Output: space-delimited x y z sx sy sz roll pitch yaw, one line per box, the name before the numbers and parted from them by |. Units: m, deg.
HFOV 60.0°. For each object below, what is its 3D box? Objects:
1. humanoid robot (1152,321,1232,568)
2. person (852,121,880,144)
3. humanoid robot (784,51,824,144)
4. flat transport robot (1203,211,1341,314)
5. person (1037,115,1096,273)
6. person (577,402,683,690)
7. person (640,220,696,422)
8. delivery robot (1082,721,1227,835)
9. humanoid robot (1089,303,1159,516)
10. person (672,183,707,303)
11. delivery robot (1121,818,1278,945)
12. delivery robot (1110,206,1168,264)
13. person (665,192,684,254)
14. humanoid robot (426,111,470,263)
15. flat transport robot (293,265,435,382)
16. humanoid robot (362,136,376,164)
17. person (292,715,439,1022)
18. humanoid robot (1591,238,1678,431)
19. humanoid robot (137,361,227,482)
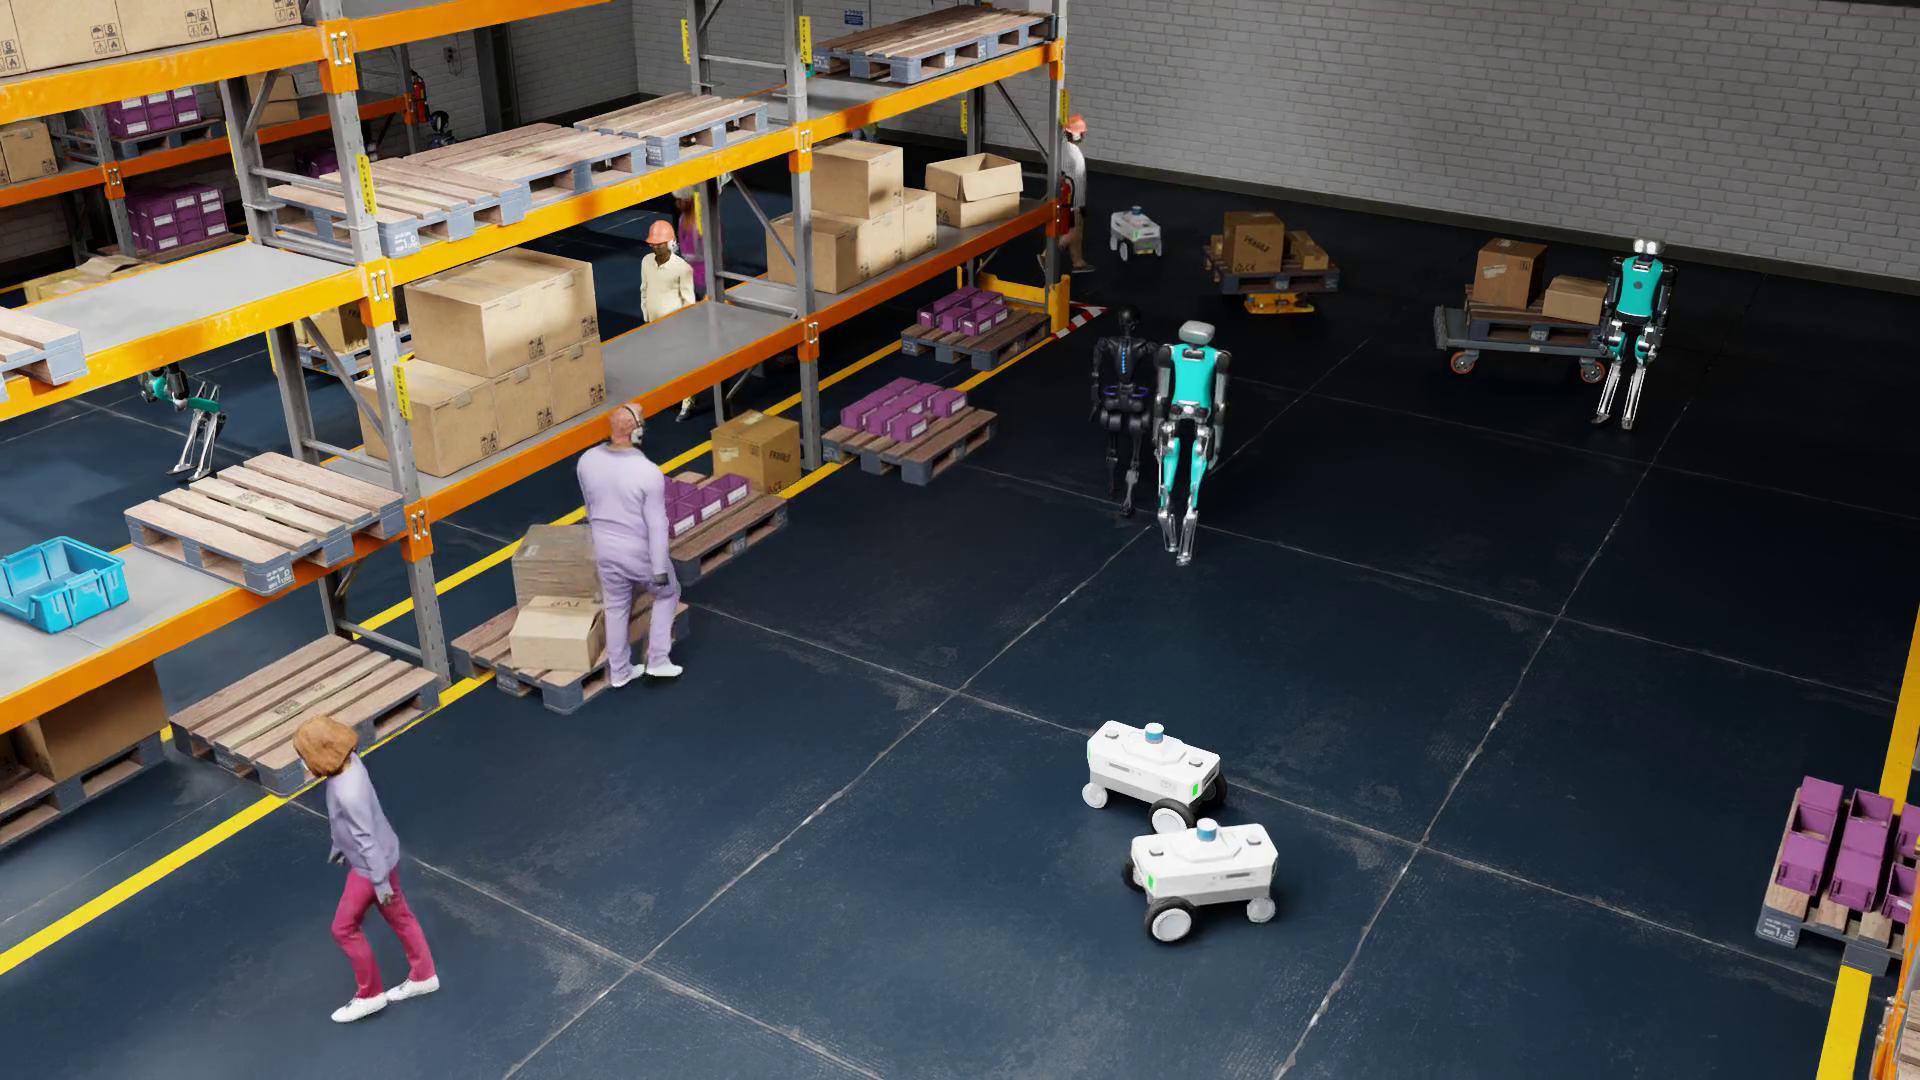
humanoid robot | 1.573 -0.611 11.778 0.532 1.772 0.738 8 28 16
person | -1.181 -5.245 21.072 0.499 1.576 0.814 16 31 29
humanoid robot | -1.921 -5.350 21.193 0.538 1.828 0.812 1 27 1
flat transport robot | 3.215 -2.685 17.489 0.659 0.231 1.431 -2 27 -4
person | 1.166 -3.676 17.813 0.670 1.730 0.570 -7 28 -13
person | -2.023 0.054 10.301 0.660 1.887 0.539 12 29 22
person | -2.509 -1.883 14.263 0.562 1.755 0.320 16 31 28
delivery robot | 1.076 1.290 9.309 0.739 0.566 0.499 16 31 28
humanoid robot | 1.283 -1.017 12.668 0.609 1.636 0.616 7 28 14
person | -2.319 -2.416 15.246 0.765 1.821 0.558 -23 35 -38
delivery robot | 1.237 1.700 8.530 0.795 0.593 0.499 -5 27 -9
delivery robot | 1.978 -3.430 18.648 0.499 0.601 0.783 -9 28 -17
person | -3.089 -4.009 18.450 0.750 1.758 0.433 16 31 28
humanoid robot | -5.603 -3.887 18.286 0.599 1.657 0.315 16 31 28
flat transport robot | -5.636 -1.701 15.551 1.431 0.231 0.659 16 31 28
humanoid robot | -6.192 -3.469 17.557 0.588 1.631 0.797 3 27 6
person | -2.814 1.514 7.724 0.606 1.599 0.518 -9 28 -18
humanoid robot | 5.653 -1.765 13.906 0.533 1.677 0.735 16 31 28
humanoid robot | -6.080 -1.299 12.983 0.533 1.681 0.735 16 31 28
